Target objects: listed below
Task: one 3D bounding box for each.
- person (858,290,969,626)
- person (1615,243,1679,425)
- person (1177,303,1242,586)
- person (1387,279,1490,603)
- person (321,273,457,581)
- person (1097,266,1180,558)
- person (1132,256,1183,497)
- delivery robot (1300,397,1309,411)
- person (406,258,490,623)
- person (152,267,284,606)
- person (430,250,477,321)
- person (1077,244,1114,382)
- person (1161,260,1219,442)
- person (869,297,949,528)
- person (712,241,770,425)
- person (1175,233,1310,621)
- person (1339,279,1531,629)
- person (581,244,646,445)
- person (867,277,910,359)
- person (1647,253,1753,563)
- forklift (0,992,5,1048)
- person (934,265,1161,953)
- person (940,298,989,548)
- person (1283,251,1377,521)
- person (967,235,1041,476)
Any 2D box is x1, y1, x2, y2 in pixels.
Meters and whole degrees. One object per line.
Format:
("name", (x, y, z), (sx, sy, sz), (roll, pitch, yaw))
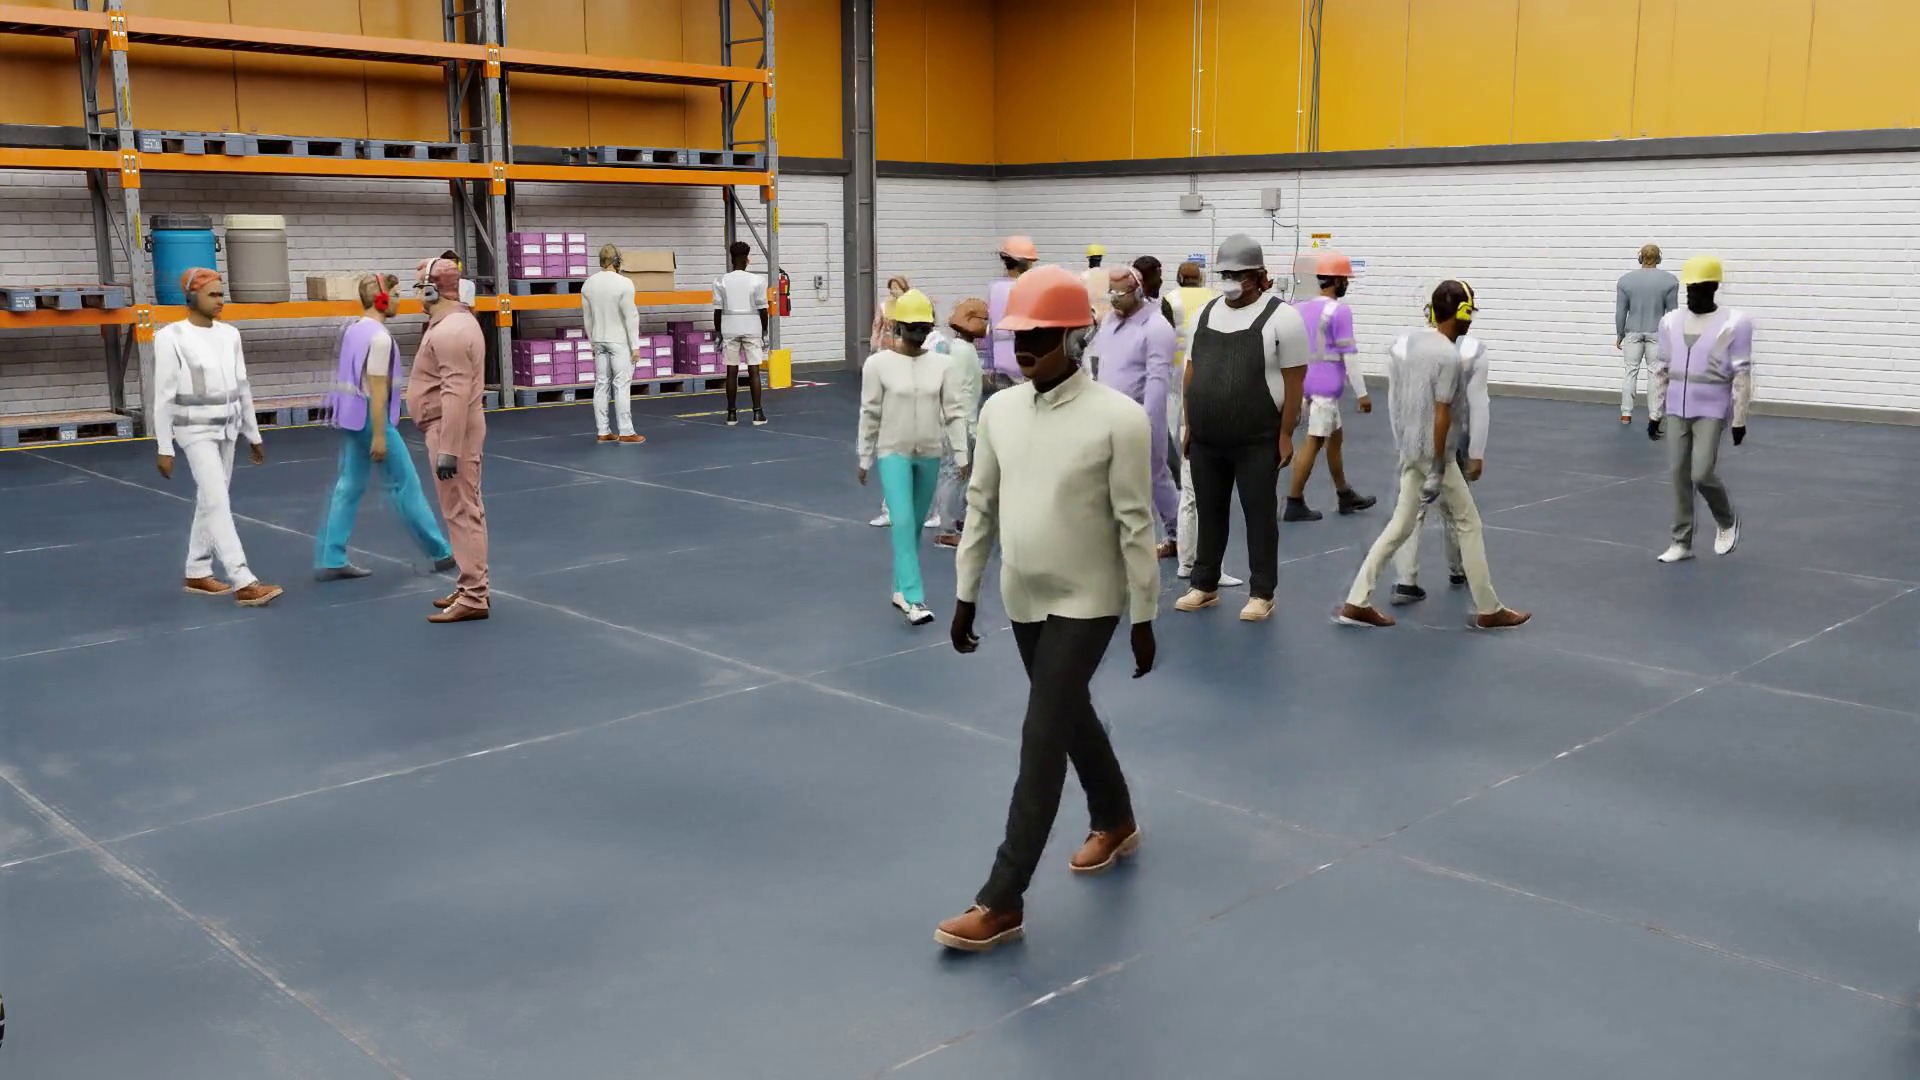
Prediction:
("person", (-0.208, -0.417, 8.642), (0.551, 1.725, 0.852), (-5, 11, -24))
("person", (7.330, -2.195, 17.793), (0.632, 1.940, 0.372), (5, 12, 25))
("person", (1.437, -0.554, 9.656), (0.314, 1.642, 0.514), (-4, 11, -20))
("person", (2.660, -0.554, 9.278), (0.596, 1.783, 0.864), (6, 12, 32))
("person", (-3.386, -0.668, 9.849), (0.954, 1.792, 0.587), (-8, 13, -37))
("person", (1.050, -0.756, 10.234), (0.997, 1.846, 0.687), (-7, 13, -35))
("person", (1.422, -1.232, 12.754), (1.032, 1.860, 0.618), (-2, 11, -10))
("delivery robot", (3.507, -1.537, 17.724), (0.707, 0.478, 0.477), (-10, 14, -43))
("person", (-2.694, -0.522, 8.764), (0.403, 1.904, 0.651), (-2, 11, -11))
("person", (-4.090, -0.563, 9.177), (0.705, 1.868, 0.603), (3, 11, 17))
("person", (-5.470, -2.186, 17.968), (0.515, 1.861, 0.322), (-2, 11, -13))
("person", (1.806, -2.945, 21.972), (0.609, 1.910, 0.466), (-3, 11, -14))
("person", (2.172, -1.707, 15.554), (0.634, 1.801, 0.966), (-3, 11, -15))
("person", (-0.324, -0.854, 11.361), (0.746, 1.608, 0.509), (-10, 14, -44))
("person", (-2.334, -2.204, 17.787), (0.603, 1.958, 0.380), (0, 10, 1))
("person", (1.443, -0.594, 8.786), (0.689, 2.000, 0.539), (8, 13, 37))
("person", (2.432, -0.423, 8.515), (0.975, 1.811, 0.480), (-2, 11, -12))
("person", (-3.352, -1.882, 16.088), (0.632, 1.940, 0.372), (5, 12, 27))
("person", (-0.656, -1.922, 17.253), (0.528, 1.593, 0.881), (5, 11, 25))
("person", (4.565, -0.803, 10.266), (0.498, 1.915, 0.592), (-7, 12, -33))
("forklift", (-3.245, 0.323, 3.363), (2.313, 2.155, 1.214), (2, 11, 13))
("person", (0.283, 0.159, 4.964), (0.648, 1.943, 1.040), (10, 14, 43))
("person", (0.044, -0.747, 10.750), (0.390, 1.615, 0.534), (1, 10, 6))
("person", (2.697, -1.078, 11.804), (0.910, 1.899, 0.556), (-3, 11, -15))
("person", (0.392, -1.372, 13.069), (0.640, 2.028, 0.615), (-6, 12, -29))
